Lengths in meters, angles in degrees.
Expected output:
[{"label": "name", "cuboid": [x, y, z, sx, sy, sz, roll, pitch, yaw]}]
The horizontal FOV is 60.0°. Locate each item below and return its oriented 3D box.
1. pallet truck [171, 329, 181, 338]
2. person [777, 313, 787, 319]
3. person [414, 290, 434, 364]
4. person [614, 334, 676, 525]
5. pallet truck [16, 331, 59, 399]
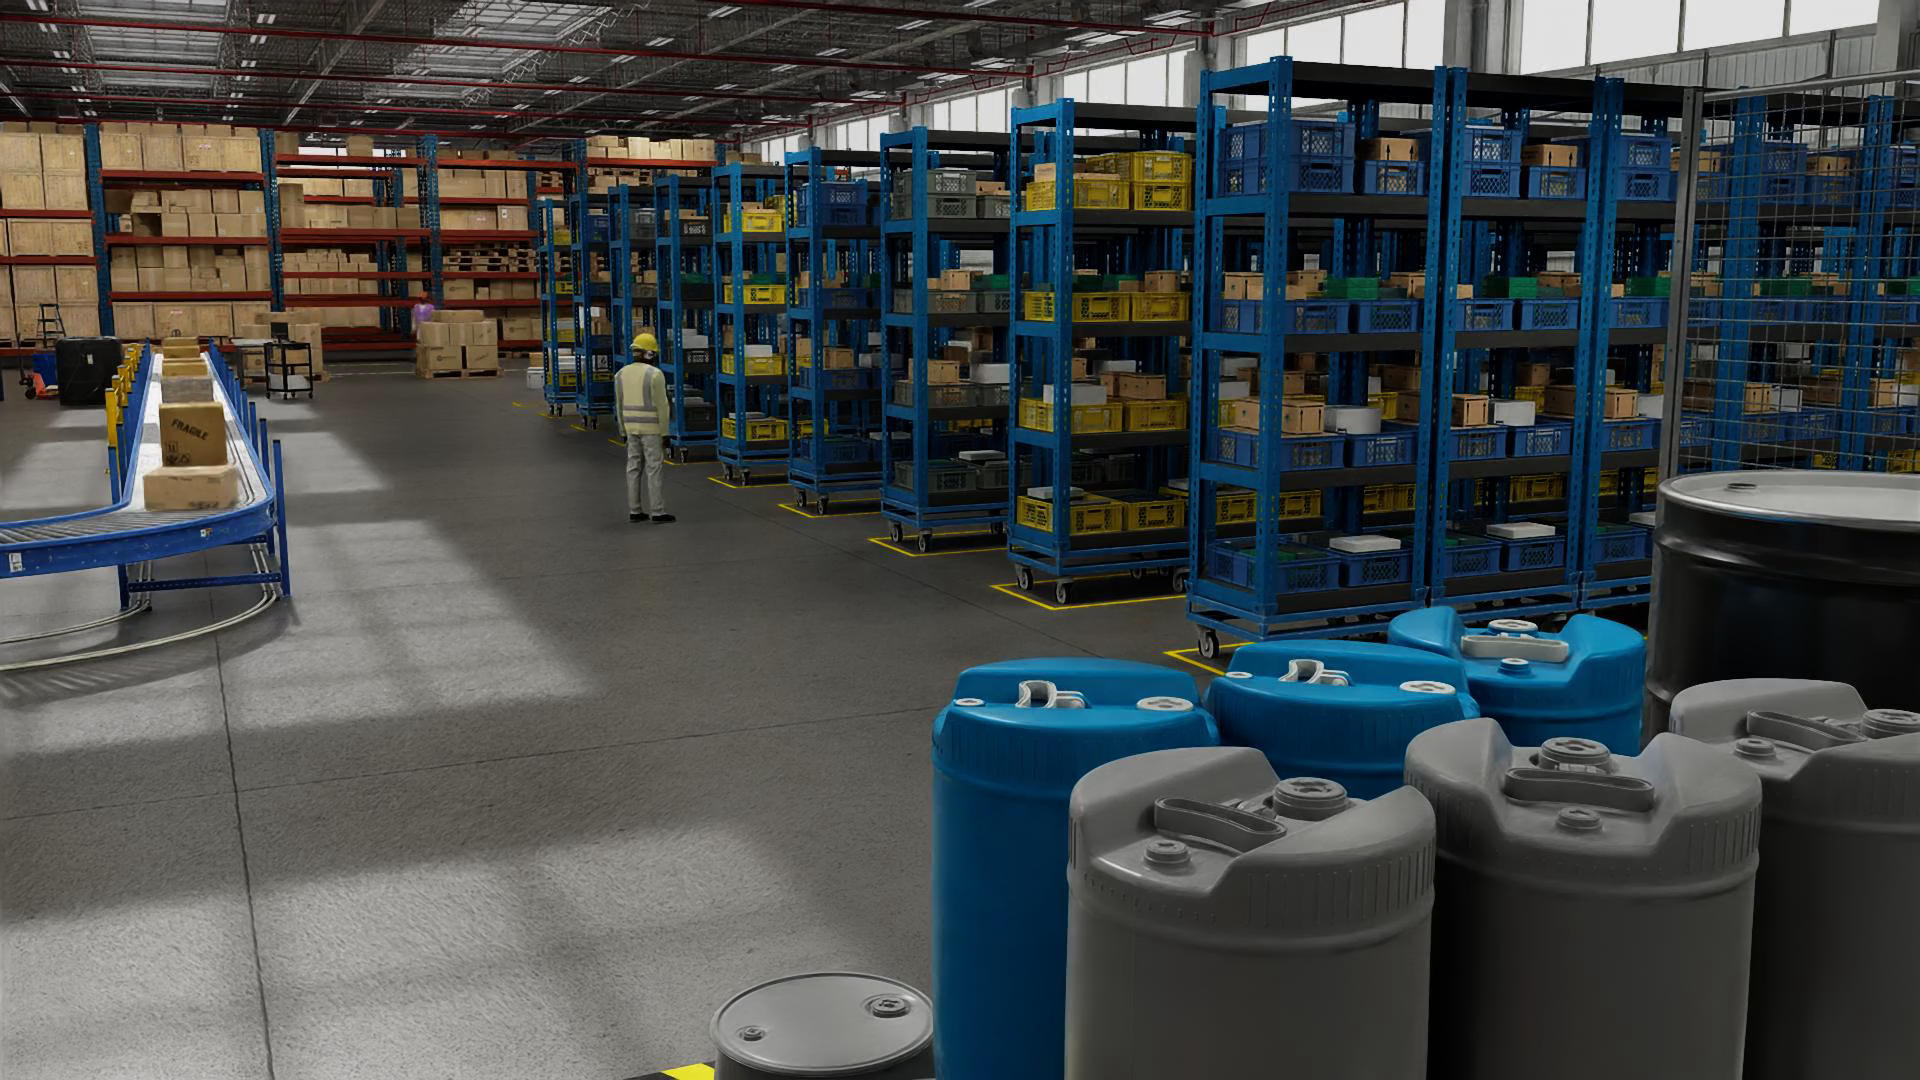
[{"label": "pallet truck", "cuboid": [-17.275, -3.851, 35.096, 1.601, 1.201, 0.680, 0, 9, 1]}, {"label": "person", "cuboid": [-4.921, -6.010, 46.396, 0.620, 1.897, 0.956, 7, 11, 36]}, {"label": "person", "cuboid": [-14.086, -5.585, 43.667, 0.551, 1.932, 0.378, 1, 9, 9]}, {"label": "person", "cuboid": [-3.001, -1.057, 15.912, 0.586, 1.824, 0.403, 5, 10, 28]}, {"label": "pallet truck", "cuboid": [-17.082, -3.353, 31.781, 1.630, 1.274, 0.653, -4, 10, -25]}]
